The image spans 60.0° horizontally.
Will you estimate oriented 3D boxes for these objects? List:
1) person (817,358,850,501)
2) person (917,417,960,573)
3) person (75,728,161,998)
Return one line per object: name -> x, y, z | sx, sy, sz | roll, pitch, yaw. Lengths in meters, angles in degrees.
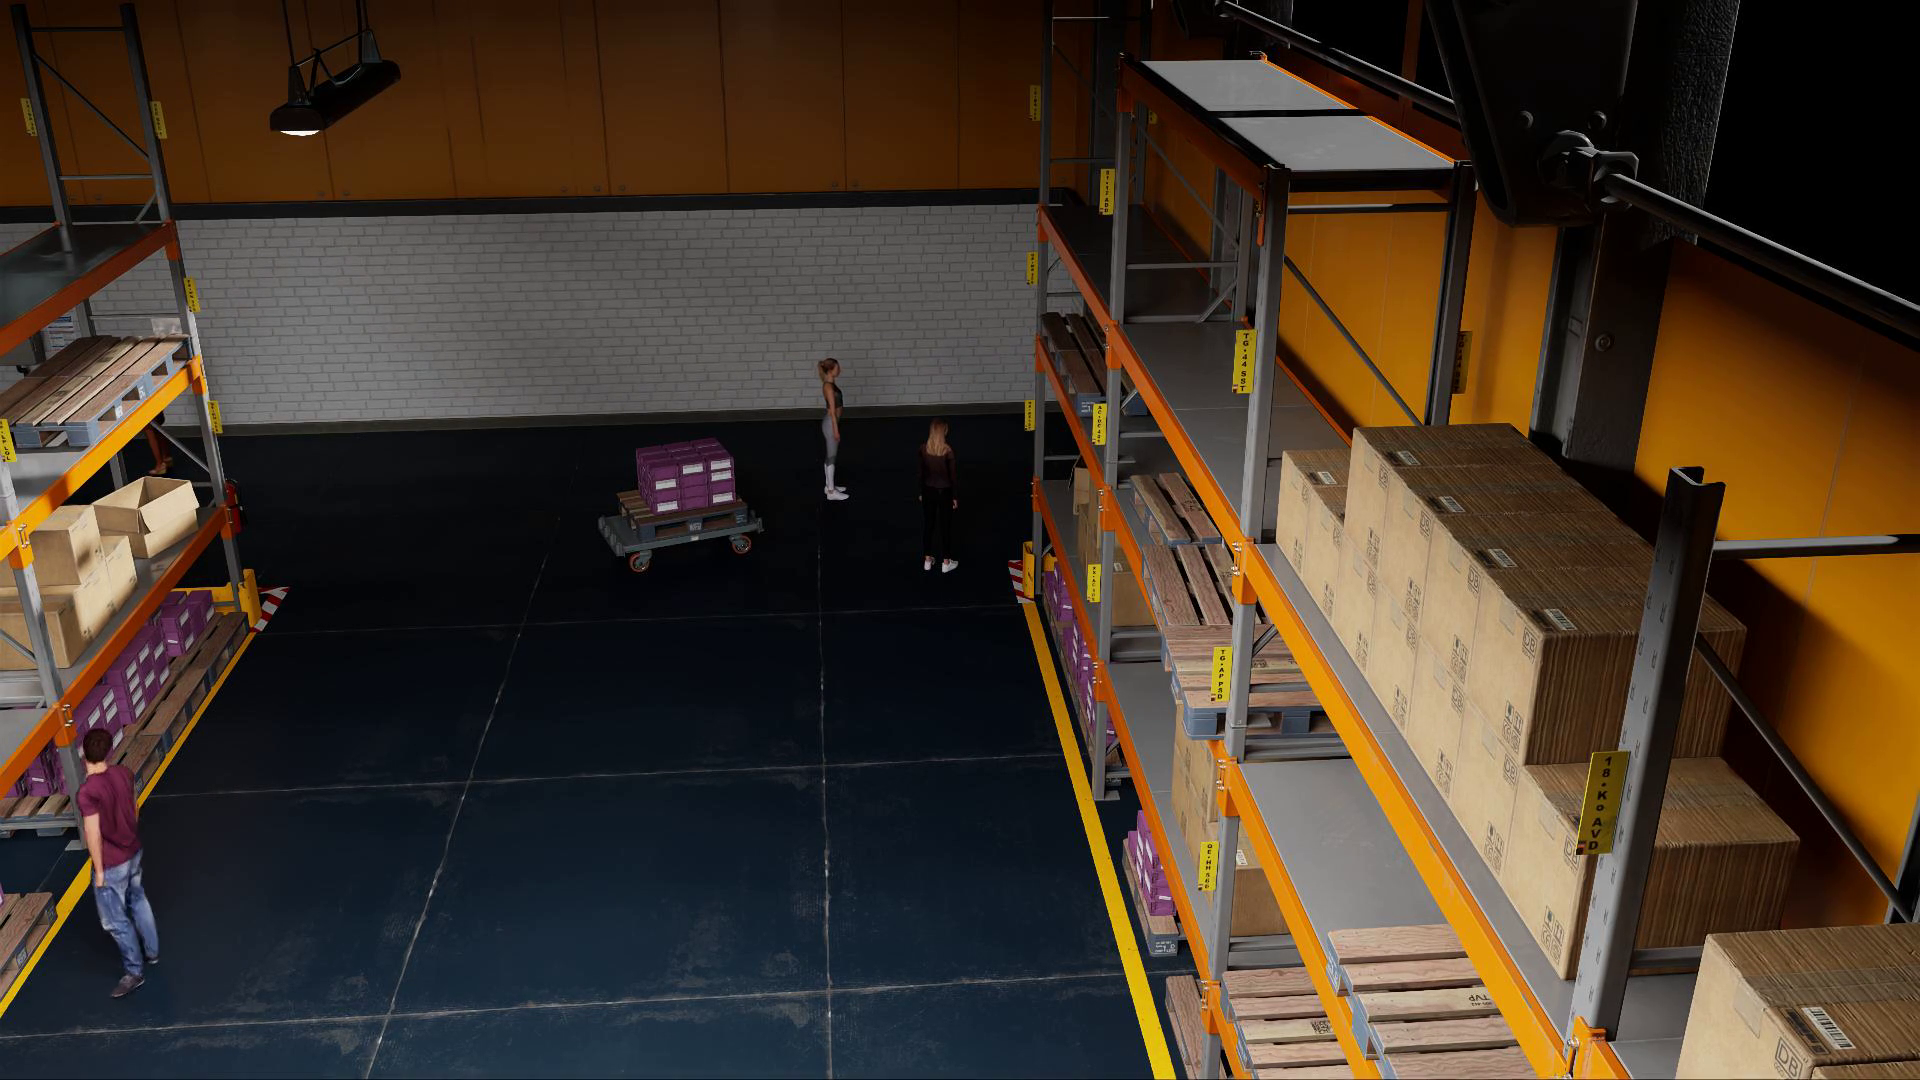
person -> -1.520, -1.327, 19.666 | 0.629, 1.707, 0.480 | -3, 24, -8
person -> -0.243, -0.486, 17.745 | 0.678, 1.703, 0.672 | 10, 26, 22
person -> -5.811, 2.202, 11.459 | 0.993, 1.814, 0.577 | -2, 24, -4
